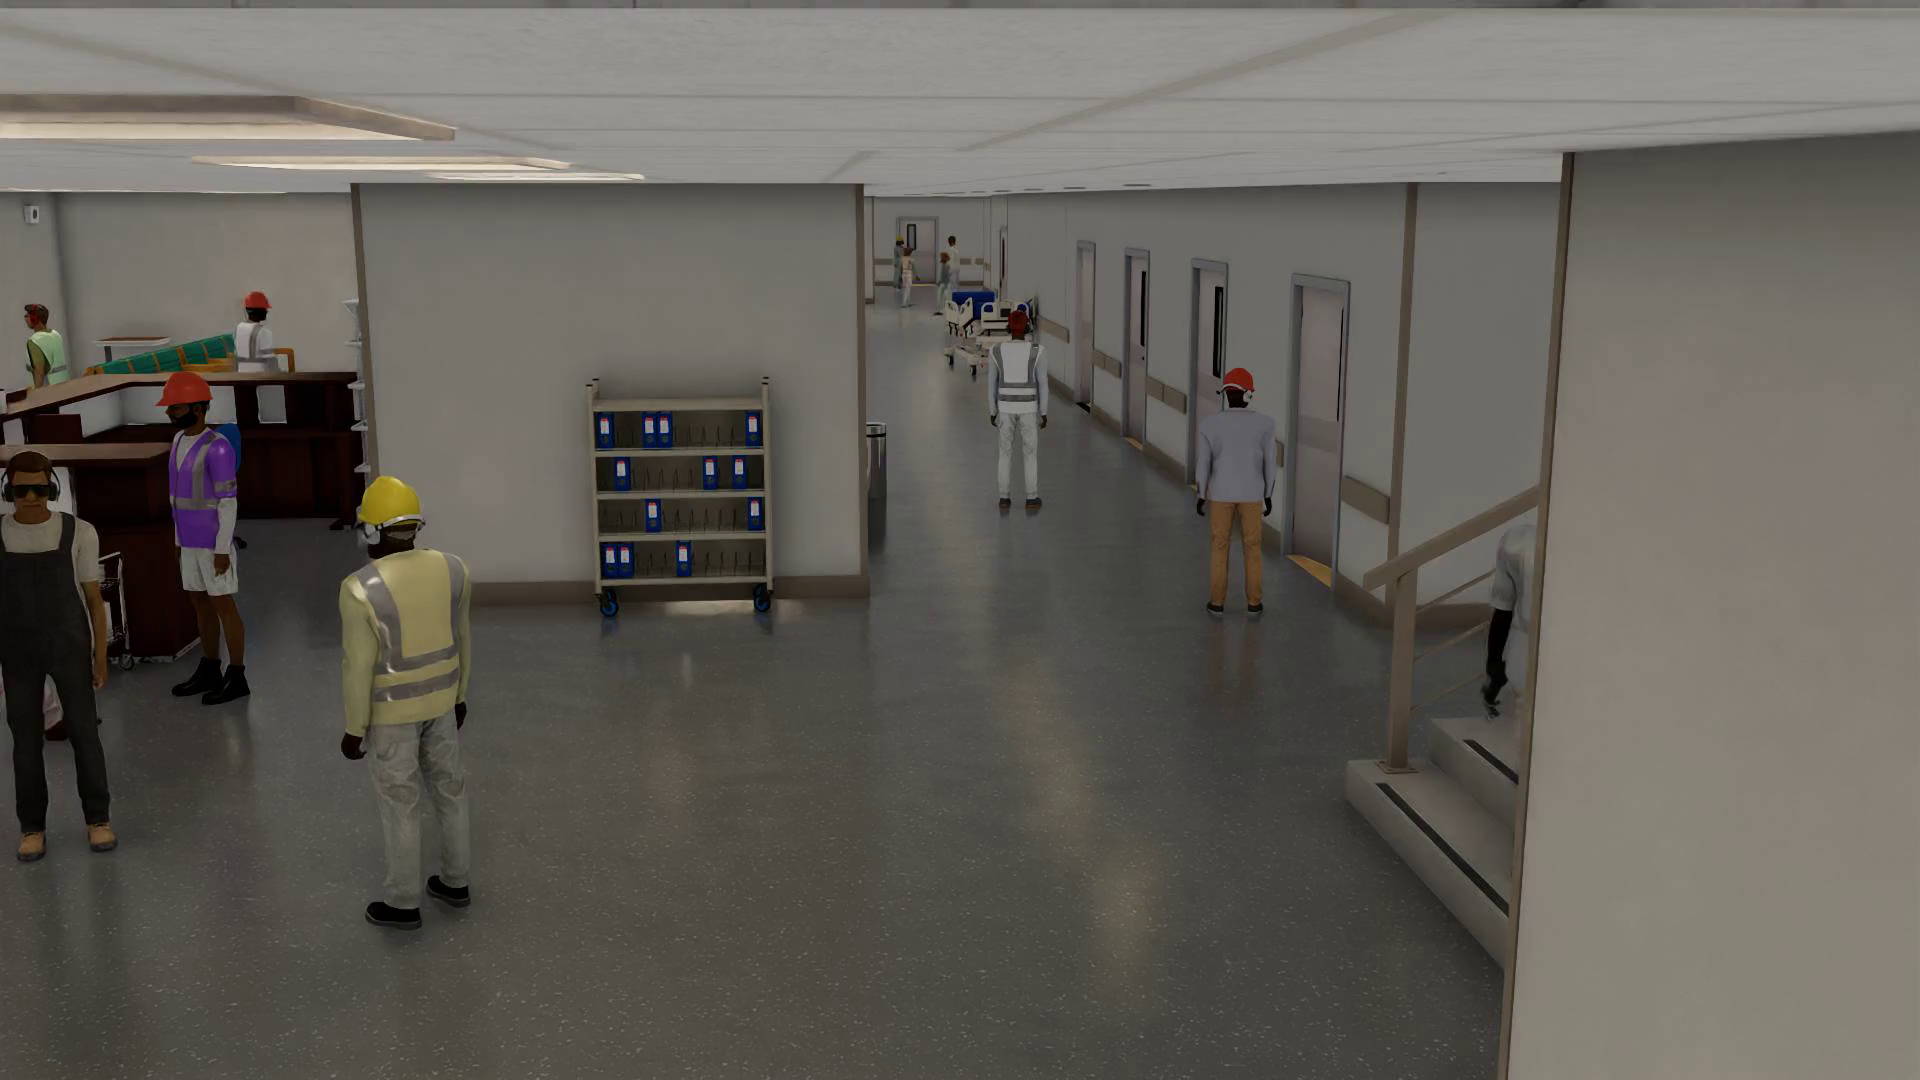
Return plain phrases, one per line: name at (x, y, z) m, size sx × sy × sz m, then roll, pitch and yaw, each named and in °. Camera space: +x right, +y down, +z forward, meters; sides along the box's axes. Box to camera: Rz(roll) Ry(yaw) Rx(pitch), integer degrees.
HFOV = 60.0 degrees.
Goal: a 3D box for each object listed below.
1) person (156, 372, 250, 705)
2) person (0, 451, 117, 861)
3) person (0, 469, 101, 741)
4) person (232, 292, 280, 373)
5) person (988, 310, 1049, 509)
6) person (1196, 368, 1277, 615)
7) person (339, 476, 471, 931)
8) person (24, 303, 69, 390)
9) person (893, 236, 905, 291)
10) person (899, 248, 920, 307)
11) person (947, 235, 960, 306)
person at (-4.412, -0.012, 9.670) m, size 0.543 × 1.938 × 0.356 m, roll 8°, pitch 14°, yaw 35°
person at (-4.050, 0.511, 7.366) m, size 0.509 × 1.838 × 0.343 m, roll -5°, pitch 13°, yaw -23°
person at (-5.216, 0.184, 8.915) m, size 0.989 × 1.855 × 0.653 m, roll -2°, pitch 12°, yaw -10°
person at (-7.686, -1.781, 18.398) m, size 0.571 × 1.900 × 0.845 m, roll 8°, pitch 14°, yaw 33°
person at (0.554, -1.231, 15.758) m, size 0.575 × 1.884 × 0.355 m, roll 3°, pitch 12°, yaw 12°
person at (1.943, -0.339, 11.735) m, size 0.563 × 1.747 × 0.339 m, roll 1°, pitch 12°, yaw 7°
person at (-2.232, 0.652, 6.685) m, size 0.403 × 1.834 × 0.589 m, roll 8°, pitch 14°, yaw 34°
person at (-9.525, -1.545, 17.389) m, size 0.389 × 1.846 × 0.565 m, roll -1°, pitch 12°, yaw -7°
person at (-1.946, -8.929, 53.723) m, size 0.297 × 1.745 × 0.484 m, roll 8°, pitch 14°, yaw 33°
person at (-1.366, -7.167, 45.464) m, size 0.529 × 1.606 × 0.783 m, roll 9°, pitch 15°, yaw 37°
person at (-0.181, -7.425, 45.901) m, size 0.366 × 1.936 × 0.630 m, roll 3°, pitch 12°, yaw 16°
